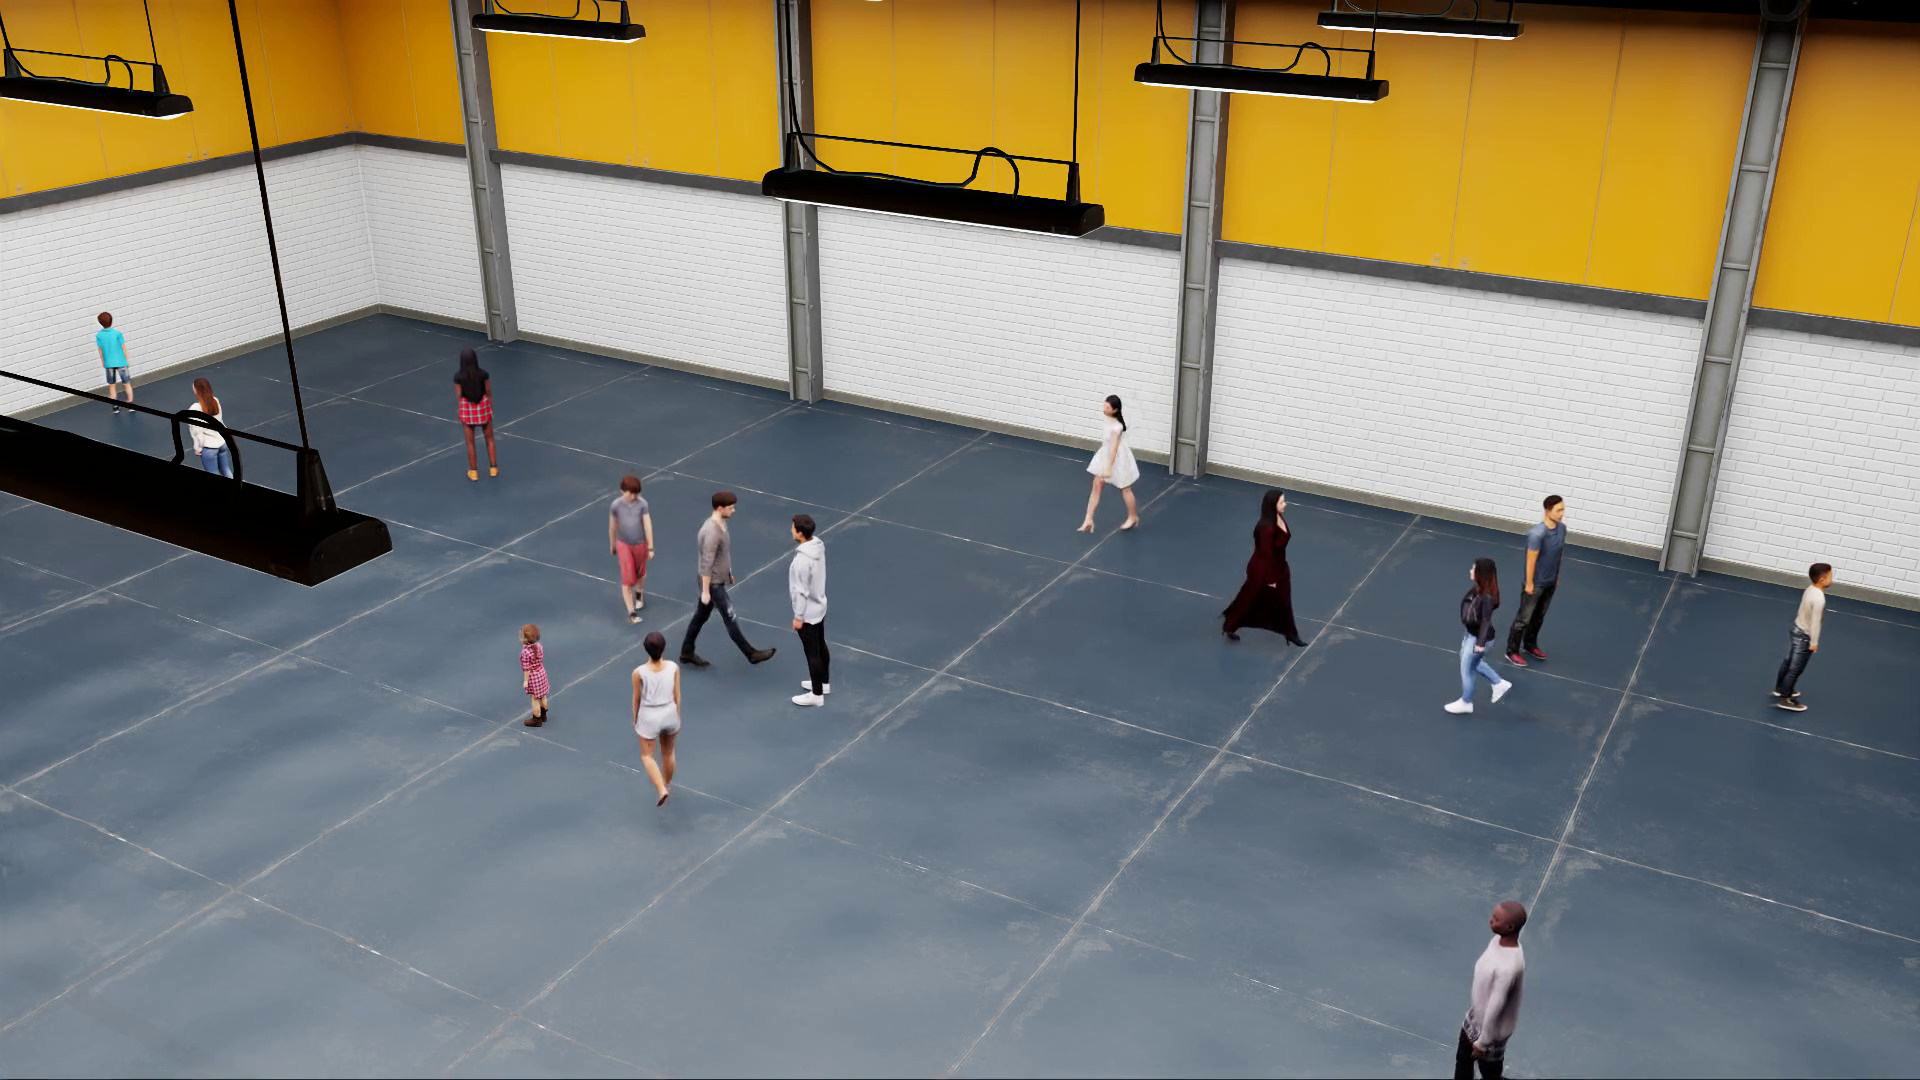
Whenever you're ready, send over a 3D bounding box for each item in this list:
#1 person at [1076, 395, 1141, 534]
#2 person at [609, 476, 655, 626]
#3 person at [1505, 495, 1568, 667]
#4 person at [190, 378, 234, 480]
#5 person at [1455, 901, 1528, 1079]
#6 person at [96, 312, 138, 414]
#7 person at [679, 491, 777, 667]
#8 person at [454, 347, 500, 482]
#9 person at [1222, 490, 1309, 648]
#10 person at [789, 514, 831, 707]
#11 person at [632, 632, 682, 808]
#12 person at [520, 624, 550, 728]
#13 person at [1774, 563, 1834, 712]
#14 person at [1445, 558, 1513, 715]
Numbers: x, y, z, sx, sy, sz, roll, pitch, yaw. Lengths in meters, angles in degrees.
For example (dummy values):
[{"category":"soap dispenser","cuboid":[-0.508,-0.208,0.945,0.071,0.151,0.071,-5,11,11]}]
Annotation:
[{"category":"person","cuboid":[1.861,-0.869,19.429,1.094,1.723,1.019,-2,24,-5]},{"category":"person","cuboid":[-3.463,0.033,17.506,1.099,1.611,1.129,-3,24,-7]},{"category":"person","cuboid":[5.728,0.377,16.480,0.722,1.804,0.716,-13,27,-28]},{"category":"person","cuboid":[-9.041,-1.152,20.115,0.587,1.692,0.649,9,25,20]},{"category":"person","cuboid":[3.415,3.048,10.428,1.145,1.756,0.889,3,24,8]},{"category":"person","cuboid":[-11.975,-2.530,23.572,0.581,1.450,0.649,-5,24,-11]},{"category":"person","cuboid":[-2.518,0.432,16.304,1.343,1.843,1.172,0,24,1]},{"category":"person","cuboid":[-6.150,-1.613,21.125,0.713,1.729,0.752,-11,26,-24]},{"category":"person","cuboid":[2.990,0.318,16.736,1.157,1.705,0.748,10,25,21]},{"category":"person","cuboid":[-1.407,0.646,15.708,0.691,1.929,0.750,5,24,10]},{"category":"person","cuboid":[-2.550,1.535,14.081,0.826,1.603,0.927,-10,26,-22]},{"category":"person","cuboid":[-3.965,1.248,15.462,0.472,1.022,0.458,8,25,18]},{"category":"person","cuboid":[7.981,0.892,15.734,0.554,1.456,0.594,6,24,14]},{"category":"person","cuboid":[4.903,0.912,15.490,0.932,1.616,0.813,5,24,11]}]
